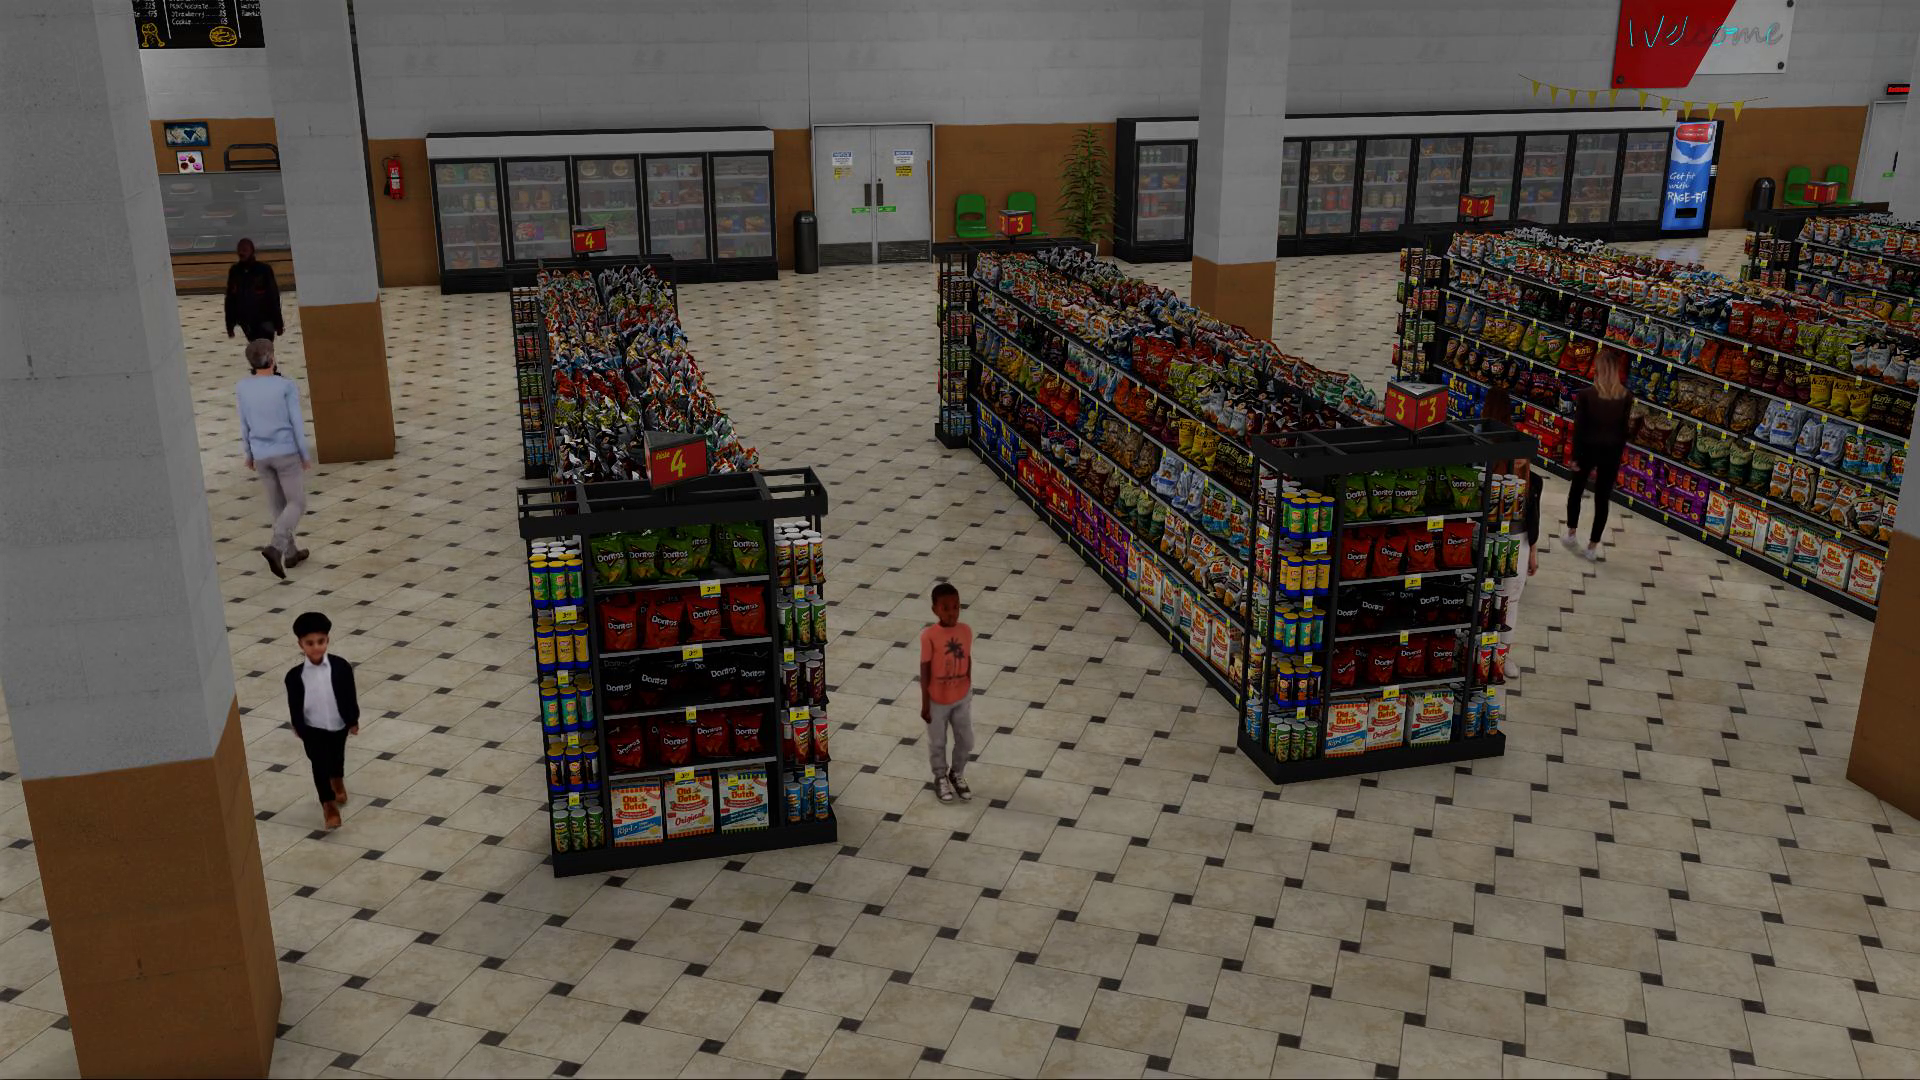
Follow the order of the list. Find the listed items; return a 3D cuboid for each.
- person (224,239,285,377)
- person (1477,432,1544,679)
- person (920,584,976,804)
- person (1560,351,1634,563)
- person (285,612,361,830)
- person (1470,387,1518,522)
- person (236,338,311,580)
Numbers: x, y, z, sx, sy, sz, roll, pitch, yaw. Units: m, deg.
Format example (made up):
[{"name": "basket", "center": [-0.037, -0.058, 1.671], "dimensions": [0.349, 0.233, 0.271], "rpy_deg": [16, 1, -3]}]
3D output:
[{"name": "person", "center": [-7.799, -2.444, 18.533], "dimensions": [0.947, 1.781, 1.311], "rpy_deg": [0, 19, 1]}, {"name": "person", "center": [3.643, 0.085, 11.161], "dimensions": [0.669, 1.699, 0.639], "rpy_deg": [2, 19, 5]}, {"name": "person", "center": [-0.102, 0.856, 9.495], "dimensions": [0.474, 1.301, 0.476], "rpy_deg": [-5, 19, -15]}, {"name": "person", "center": [5.142, -0.642, 13.343], "dimensions": [0.768, 1.683, 0.859], "rpy_deg": [3, 19, 10]}, {"name": "person", "center": [-3.568, 0.972, 9.323], "dimensions": [0.610, 1.193, 0.872], "rpy_deg": [-9, 21, -25]}, {"name": "person", "center": [4.195, -0.482, 13.193], "dimensions": [0.570, 1.476, 0.522], "rpy_deg": [-7, 20, -21]}, {"name": "person", "center": [-5.360, -0.613, 12.954], "dimensions": [0.912, 1.875, 1.171], "rpy_deg": [2, 19, 5]}]
